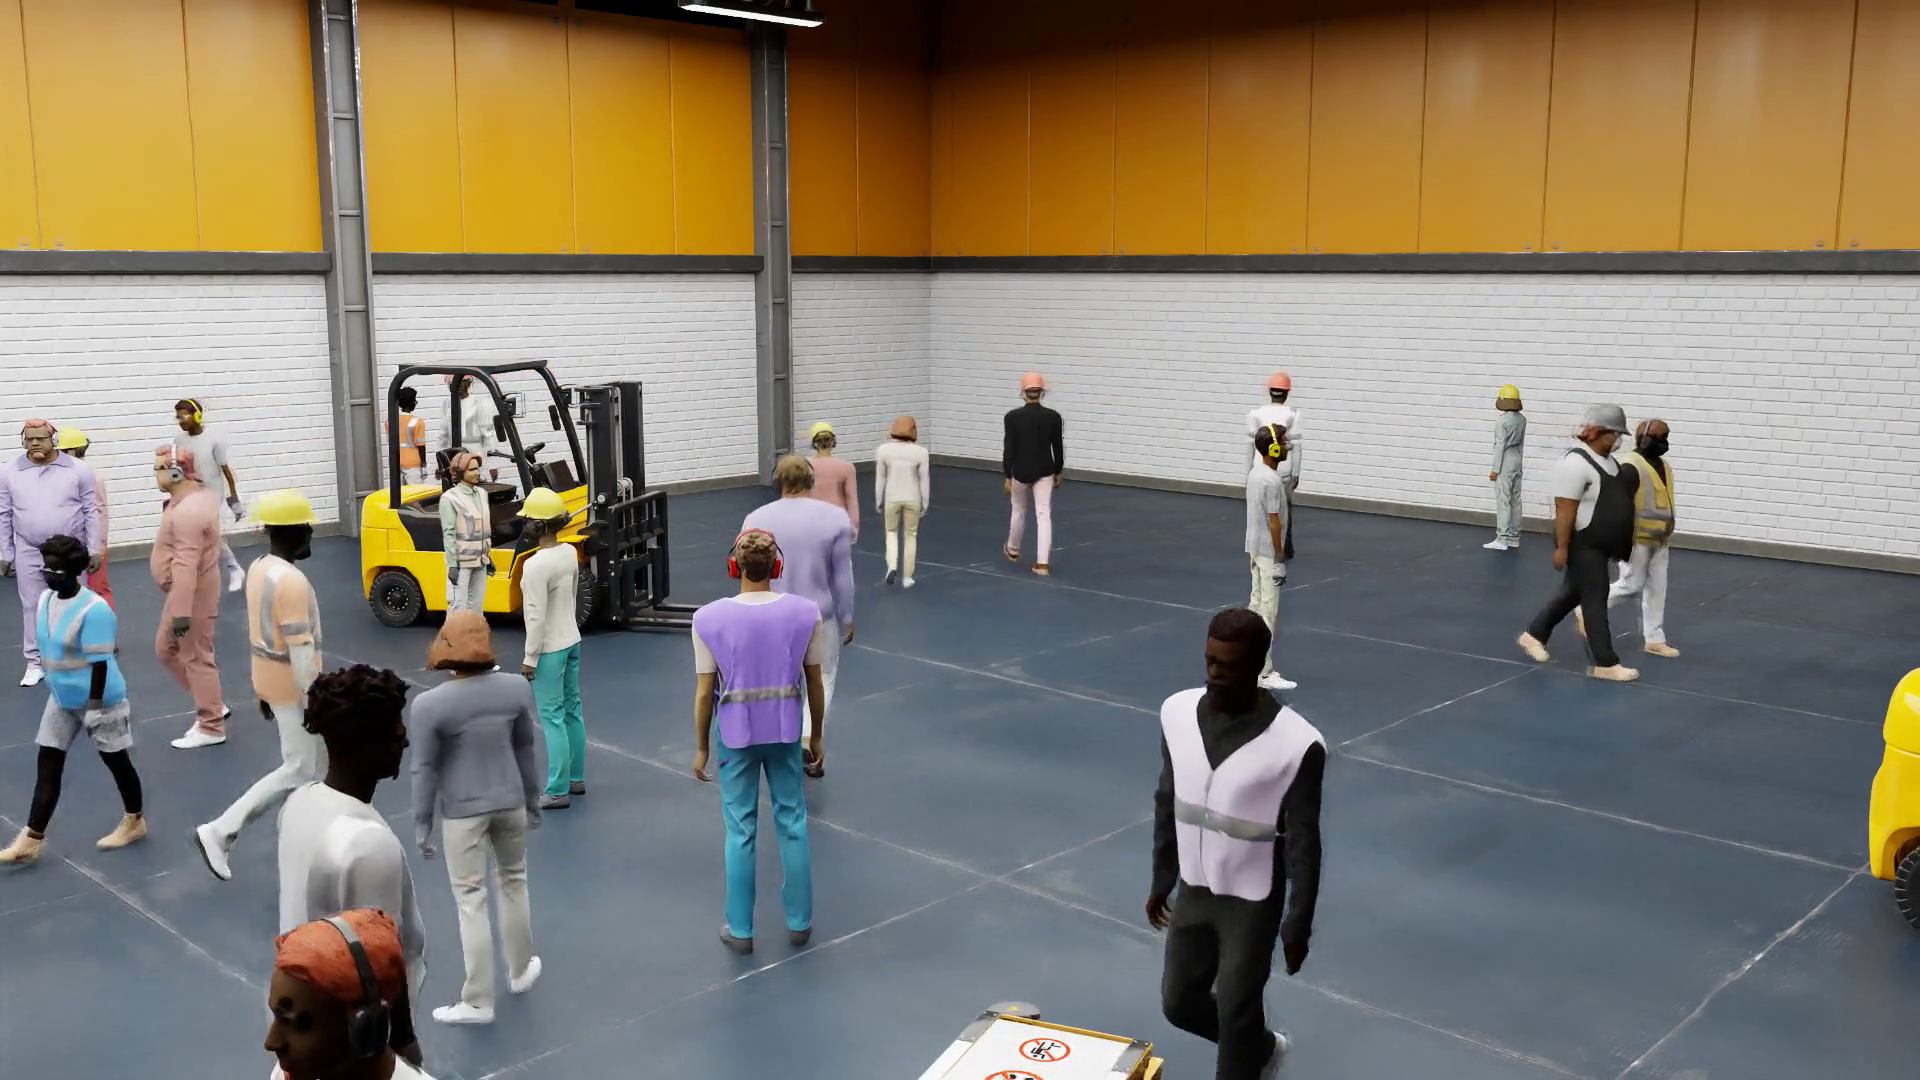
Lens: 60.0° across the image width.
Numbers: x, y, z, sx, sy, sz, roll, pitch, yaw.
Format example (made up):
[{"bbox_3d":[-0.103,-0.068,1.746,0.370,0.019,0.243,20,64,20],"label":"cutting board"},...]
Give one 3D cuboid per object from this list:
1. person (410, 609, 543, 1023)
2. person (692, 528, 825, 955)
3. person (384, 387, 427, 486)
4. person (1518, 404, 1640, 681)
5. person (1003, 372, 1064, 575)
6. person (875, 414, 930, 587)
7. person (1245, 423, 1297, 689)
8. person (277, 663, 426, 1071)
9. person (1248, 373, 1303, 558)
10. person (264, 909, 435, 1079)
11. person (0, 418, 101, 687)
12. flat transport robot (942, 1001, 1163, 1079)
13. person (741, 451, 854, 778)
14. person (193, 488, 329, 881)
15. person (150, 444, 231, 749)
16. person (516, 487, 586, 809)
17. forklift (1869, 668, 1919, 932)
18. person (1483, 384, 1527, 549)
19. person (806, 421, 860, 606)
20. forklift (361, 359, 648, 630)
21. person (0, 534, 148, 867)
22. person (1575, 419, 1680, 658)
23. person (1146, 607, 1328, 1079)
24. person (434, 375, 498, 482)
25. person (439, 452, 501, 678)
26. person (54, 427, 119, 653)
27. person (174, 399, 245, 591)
[{"bbox_3d":[-1.887,1.081,6.593,0.564,1.610,0.405,-8,12,-39],"label":"person"},{"bbox_3d":[-0.859,0.871,7.170,0.572,1.843,0.373,-3,10,-18],"label":"person"},{"bbox_3d":[-5.947,-0.803,17.911,0.530,1.689,0.322,4,10,25],"label":"person"},{"bbox_3d":[4.571,-0.050,12.221,0.971,2.000,0.734,8,12,41],"label":"person"},{"bbox_3d":[0.707,-0.671,16.328,0.655,1.934,1.033,-2,9,-13],"label":"person"},{"bbox_3d":[-0.529,-0.355,15.385,0.519,1.614,0.389,1,9,6],"label":"person"},{"bbox_3d":[2.185,0.111,11.742,0.328,1.876,0.514,-2,9,-11],"label":"person"},{"bbox_3d":[-1.670,1.280,4.430,0.964,1.932,0.613,-7,11,-36],"label":"person"},{"bbox_3d":[3.191,-0.736,16.848,0.557,1.899,0.852,3,10,16],"label":"person"},{"bbox_3d":[-1.008,1.539,3.013,0.589,1.866,0.688,8,12,40],"label":"person"},{"bbox_3d":[-6.465,0.083,11.814,0.654,1.906,0.408,-4,10,-21],"label":"person"},{"bbox_3d":[0.157,1.929,5.494,0.652,0.197,1.431,4,10,23],"label":"flat transport robot"},{"bbox_3d":[-0.931,0.452,9.514,0.642,1.919,0.568,0,9,1],"label":"person"},{"bbox_3d":[-3.298,0.699,8.044,0.789,1.907,0.596,-6,11,-31],"label":"person"},{"bbox_3d":[-4.749,0.352,10.195,0.435,1.890,0.683,-4,10,-22],"label":"person"},{"bbox_3d":[-2.251,0.591,9.123,0.307,1.772,0.525,2,9,11],"label":"person"},{"bbox_3d":[5.205,0.723,7.013,2.313,2.155,1.214,9,13,43],"label":"forklift"},{"bbox_3d":[5.760,-0.771,17.554,0.484,1.744,0.295,-8,12,-40],"label":"person"},{"bbox_3d":[-1.085,-0.110,13.606,0.529,1.708,0.795,-1,9,-7],"label":"person"},{"bbox_3d":[-3.850,-0.407,13.936,2.313,2.155,1.214,2,9,11],"label":"forklift"},{"bbox_3d":[-4.393,0.795,8.166,0.548,1.657,0.836,5,11,29],"label":"person"},{"bbox_3d":[5.184,-0.029,12.778,0.635,1.826,0.724,-7,12,-38],"label":"person"},{"bbox_3d":[0.900,1.133,5.380,0.613,1.906,0.597,9,13,43],"label":"person"},{"bbox_3d":[-5.064,-0.777,16.731,0.634,2.012,0.872,6,11,31],"label":"person"},{"bbox_3d":[-3.557,0.178,12.040,0.311,1.642,0.513,3,10,18],"label":"person"},{"bbox_3d":[-6.692,0.018,12.649,0.533,1.765,0.330,5,10,28],"label":"person"},{"bbox_3d":[-6.707,-0.370,14.909,0.581,1.816,0.972,3,10,16],"label":"person"}]
